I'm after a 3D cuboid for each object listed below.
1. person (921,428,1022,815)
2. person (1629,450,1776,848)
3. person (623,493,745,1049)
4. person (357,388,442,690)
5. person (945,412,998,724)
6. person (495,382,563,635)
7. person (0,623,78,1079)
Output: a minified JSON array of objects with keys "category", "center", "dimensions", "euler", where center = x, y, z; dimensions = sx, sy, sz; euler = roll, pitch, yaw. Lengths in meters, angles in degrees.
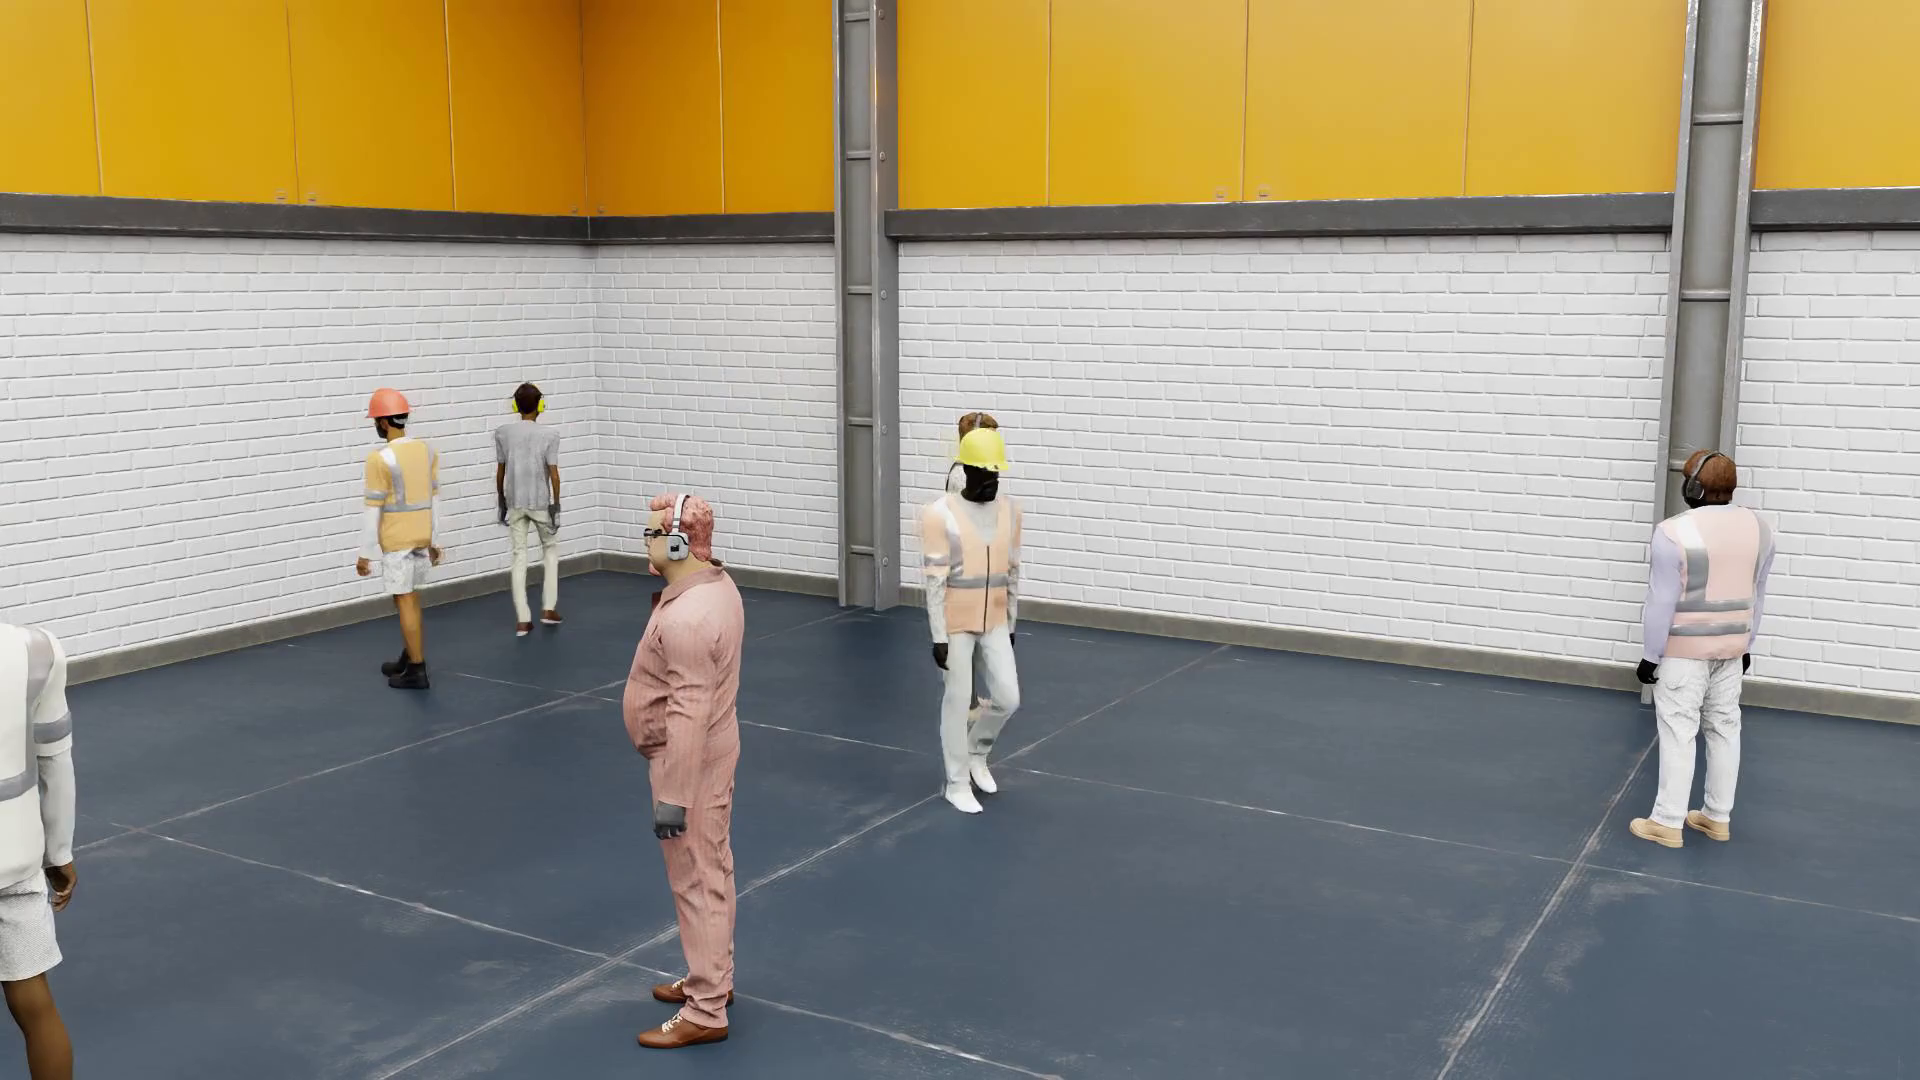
[{"category":"person","center":[0.079,0.399,8.155],"dimensions":[0.588,1.910,0.412],"euler":[-5,11,-31]},{"category":"person","center":[3.408,0.503,7.701],"dimensions":[0.627,1.845,0.429],"euler":[-3,10,-17]},{"category":"person","center":[-0.951,0.783,5.749],"dimensions":[0.410,1.909,0.643],"euler":[0,9,-1]},{"category":"person","center":[-3.616,-0.003,10.599],"dimensions":[0.527,1.934,0.556],"euler":[4,10,23]},{"category":"person","center":[0.077,0.160,9.847],"dimensions":[0.346,1.842,0.506],"euler":[0,9,0]},{"category":"person","center":[-3.198,-0.238,12.355],"dimensions":[0.534,1.841,0.676],"euler":[0,9,-2]},{"category":"person","center":[-2.751,0.902,4.583],"dimensions":[0.378,2.041,0.616],"euler":[5,10,29]}]
